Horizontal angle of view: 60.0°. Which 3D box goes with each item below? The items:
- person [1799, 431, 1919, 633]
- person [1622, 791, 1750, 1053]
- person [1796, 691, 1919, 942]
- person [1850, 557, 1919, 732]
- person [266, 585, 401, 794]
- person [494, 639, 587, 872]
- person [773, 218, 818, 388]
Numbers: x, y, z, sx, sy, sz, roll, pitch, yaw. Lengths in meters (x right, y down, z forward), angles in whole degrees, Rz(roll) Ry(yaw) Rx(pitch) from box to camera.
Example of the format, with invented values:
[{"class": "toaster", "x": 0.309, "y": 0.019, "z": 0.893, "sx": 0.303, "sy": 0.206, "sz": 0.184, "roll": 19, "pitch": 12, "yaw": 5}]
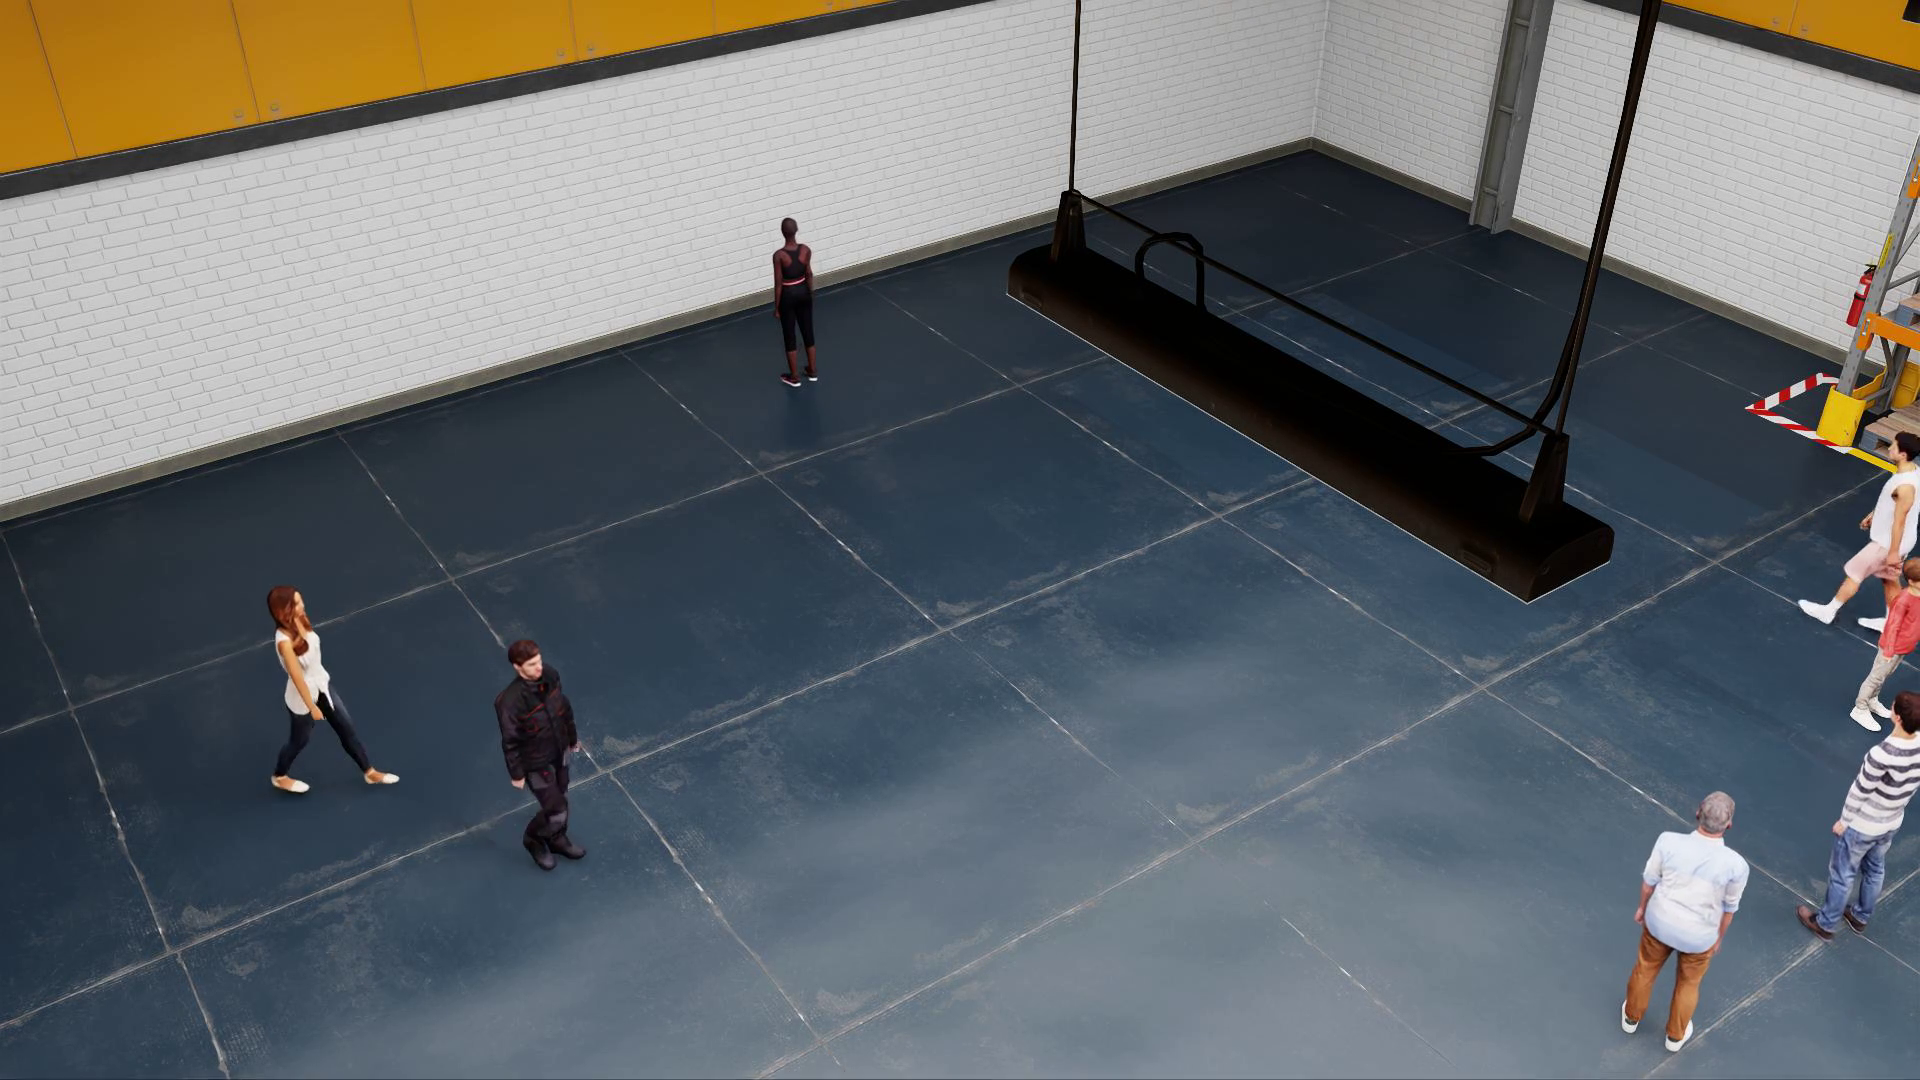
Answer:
[{"class": "person", "x": 7.354, "y": 0.027, "z": 12.973, "sx": 1.079, "sy": 1.748, "sz": 0.903, "roll": 22, "pitch": 39, "yaw": 29}, {"class": "person", "x": 4.174, "y": 2.210, "z": 9.621, "sx": 0.640, "sy": 1.823, "sz": 0.811, "roll": 23, "pitch": 40, "yaw": 30}, {"class": "person", "x": 5.681, "y": 1.729, "z": 10.323, "sx": 0.688, "sy": 1.846, "sz": 0.627, "roll": -12, "pitch": 35, "yaw": -17}, {"class": "person", "x": 6.862, "y": 0.738, "z": 12.203, "sx": 0.536, "sy": 1.417, "sz": 0.518, "roll": -26, "pitch": 41, "yaw": -33}, {"class": "person", "x": -4.564, "y": 1.078, "z": 11.401, "sx": 1.098, "sy": 1.738, "sz": 1.129, "roll": 0, "pitch": 34, "yaw": 1}, {"class": "person", "x": -2.799, "y": 1.373, "z": 10.875, "sx": 0.858, "sy": 1.829, "sz": 0.839, "roll": 13, "pitch": 36, "yaw": 19}, {"class": "person", "x": -1.648, "y": -2.381, "z": 16.586, "sx": 0.602, "sy": 1.760, "sz": 0.539, "roll": -18, "pitch": 38, "yaw": -25}]
